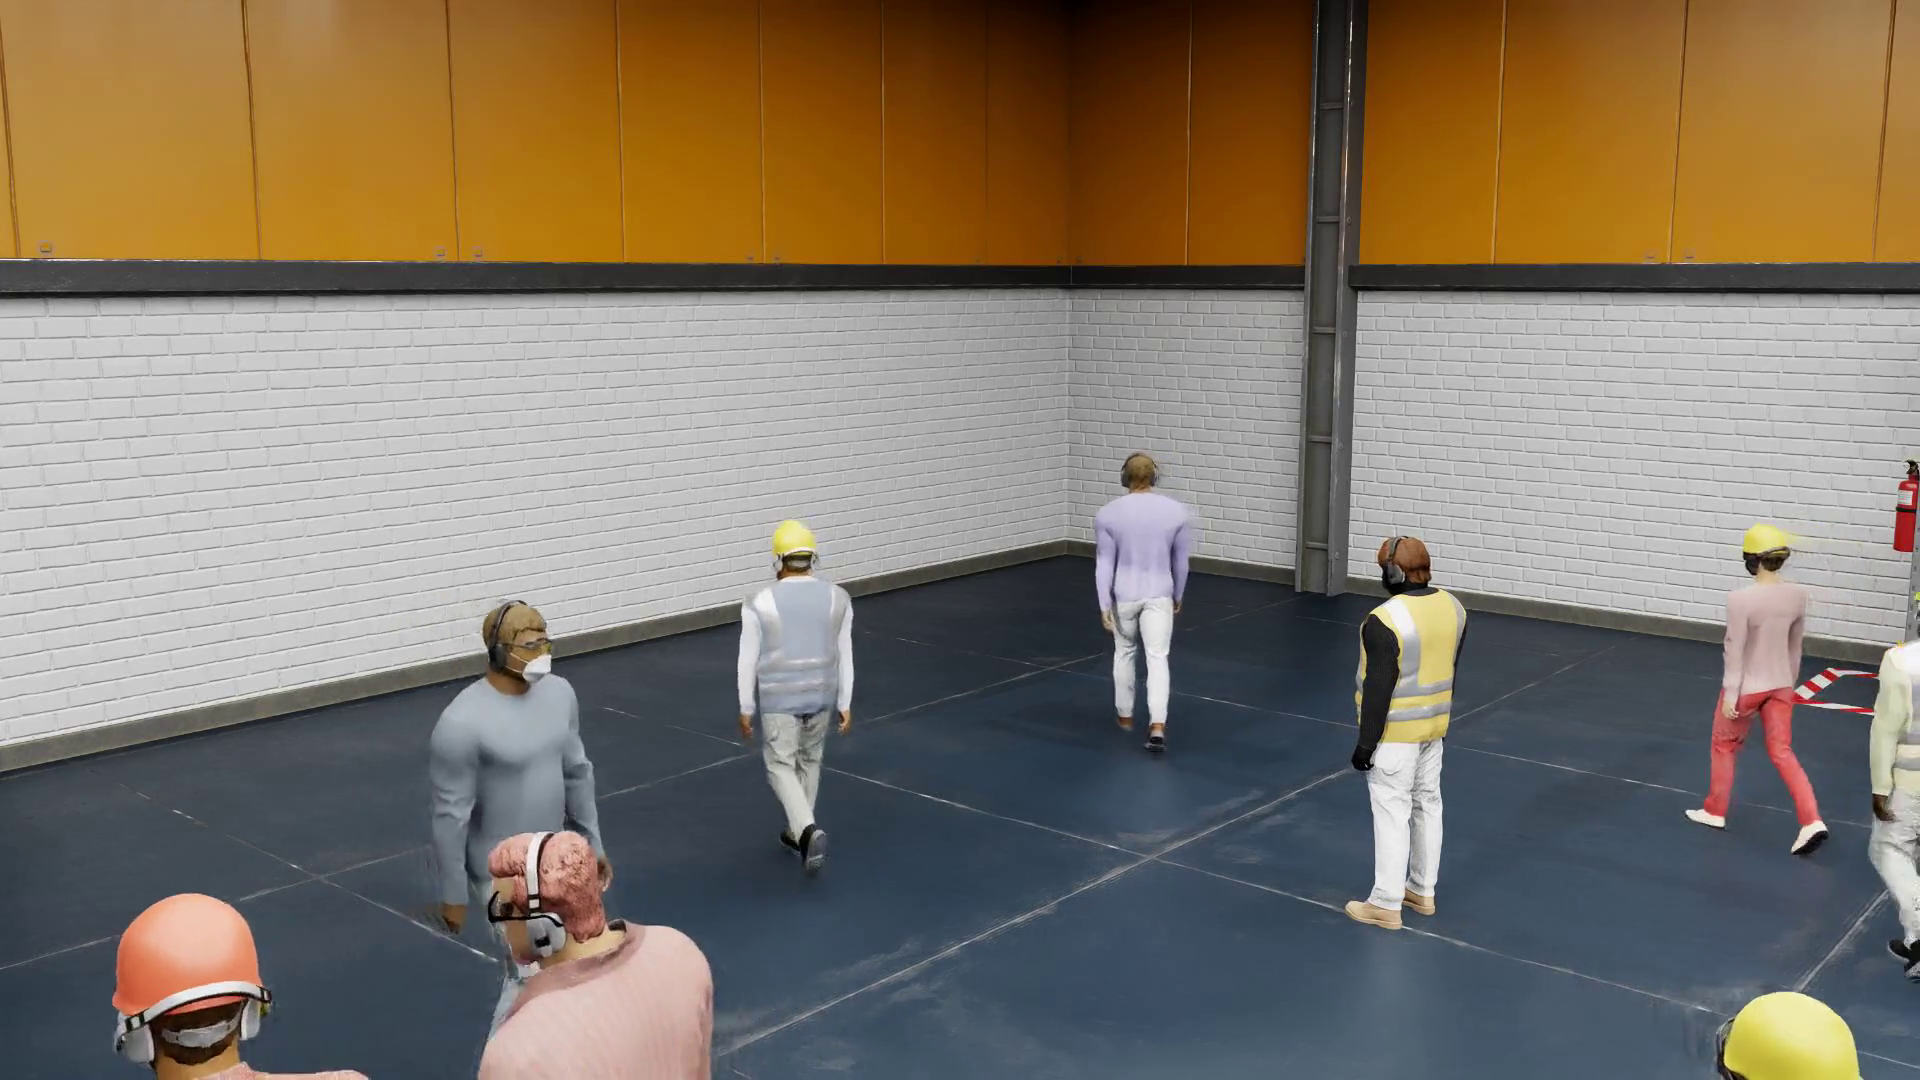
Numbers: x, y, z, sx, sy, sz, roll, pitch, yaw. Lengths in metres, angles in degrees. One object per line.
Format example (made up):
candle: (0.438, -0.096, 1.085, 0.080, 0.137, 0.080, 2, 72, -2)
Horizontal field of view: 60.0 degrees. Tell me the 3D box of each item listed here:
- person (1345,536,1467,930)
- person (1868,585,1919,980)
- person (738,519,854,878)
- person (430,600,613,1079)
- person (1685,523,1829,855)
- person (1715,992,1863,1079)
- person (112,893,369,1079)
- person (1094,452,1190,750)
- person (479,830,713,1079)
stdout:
person: (2.057, 0.891, 7.769, 0.622, 1.838, 0.429, -7, 11, -38)
person: (4.170, 1.012, 7.076, 0.599, 1.813, 0.532, 0, 9, 1)
person: (-0.808, 0.800, 8.418, 0.588, 1.805, 0.750, -4, 10, -26)
person: (-1.519, 1.156, 5.845, 0.449, 1.922, 0.635, 3, 10, 21)
person: (4.286, 0.775, 8.823, 0.534, 1.731, 0.842, -3, 9, -17)
person: (1.527, 1.668, 3.238, 0.532, 1.724, 0.892, -6, 11, -35)
person: (-1.339, 1.589, 2.982, 0.677, 1.953, 0.851, -8, 12, -43)
person: (1.177, 0.381, 10.763, 0.624, 1.906, 0.979, 0, 9, 2)
person: (-0.732, 1.530, 3.598, 0.528, 1.884, 0.677, 6, 11, 31)
